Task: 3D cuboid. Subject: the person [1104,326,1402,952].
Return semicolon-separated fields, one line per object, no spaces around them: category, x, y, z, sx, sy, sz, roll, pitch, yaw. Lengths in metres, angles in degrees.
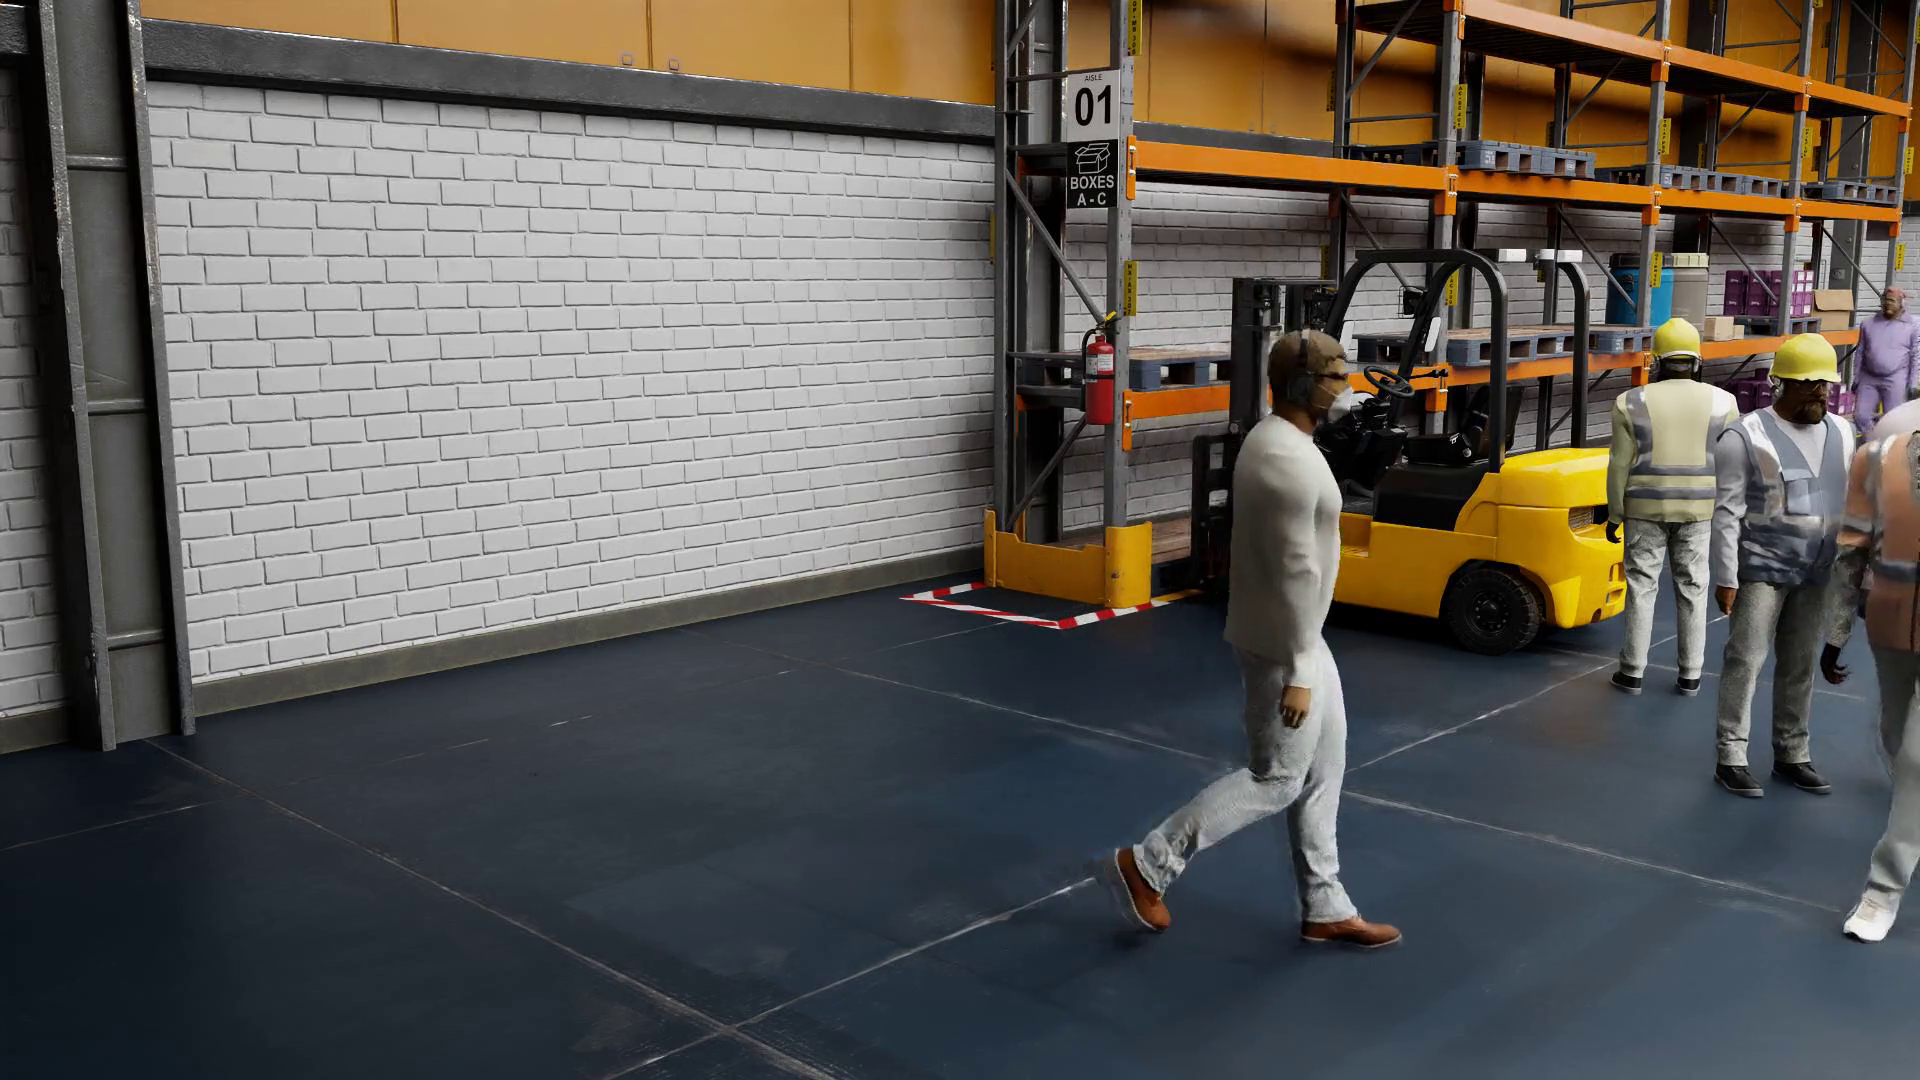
person;0.895;0.317;4.981;0.841;1.911;0.641;1;9;7

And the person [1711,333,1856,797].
person;3.237;0.106;6.530;0.591;1.826;0.403;-2;9;-11

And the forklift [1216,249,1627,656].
forklift;2.710;-0.584;9.626;2.313;2.155;1.214;9;13;43

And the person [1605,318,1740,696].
person;3.430;-0.151;8.062;0.590;1.837;0.404;2;9;10

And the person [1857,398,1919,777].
person;3.740;0.139;6.235;0.731;1.882;0.751;3;10;16

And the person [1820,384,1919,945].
person;3.134;0.281;5.306;0.967;1.876;0.595;-7;12;-38

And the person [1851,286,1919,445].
person;9.401;-1.625;16.903;0.432;1.894;0.669;-8;12;-40
